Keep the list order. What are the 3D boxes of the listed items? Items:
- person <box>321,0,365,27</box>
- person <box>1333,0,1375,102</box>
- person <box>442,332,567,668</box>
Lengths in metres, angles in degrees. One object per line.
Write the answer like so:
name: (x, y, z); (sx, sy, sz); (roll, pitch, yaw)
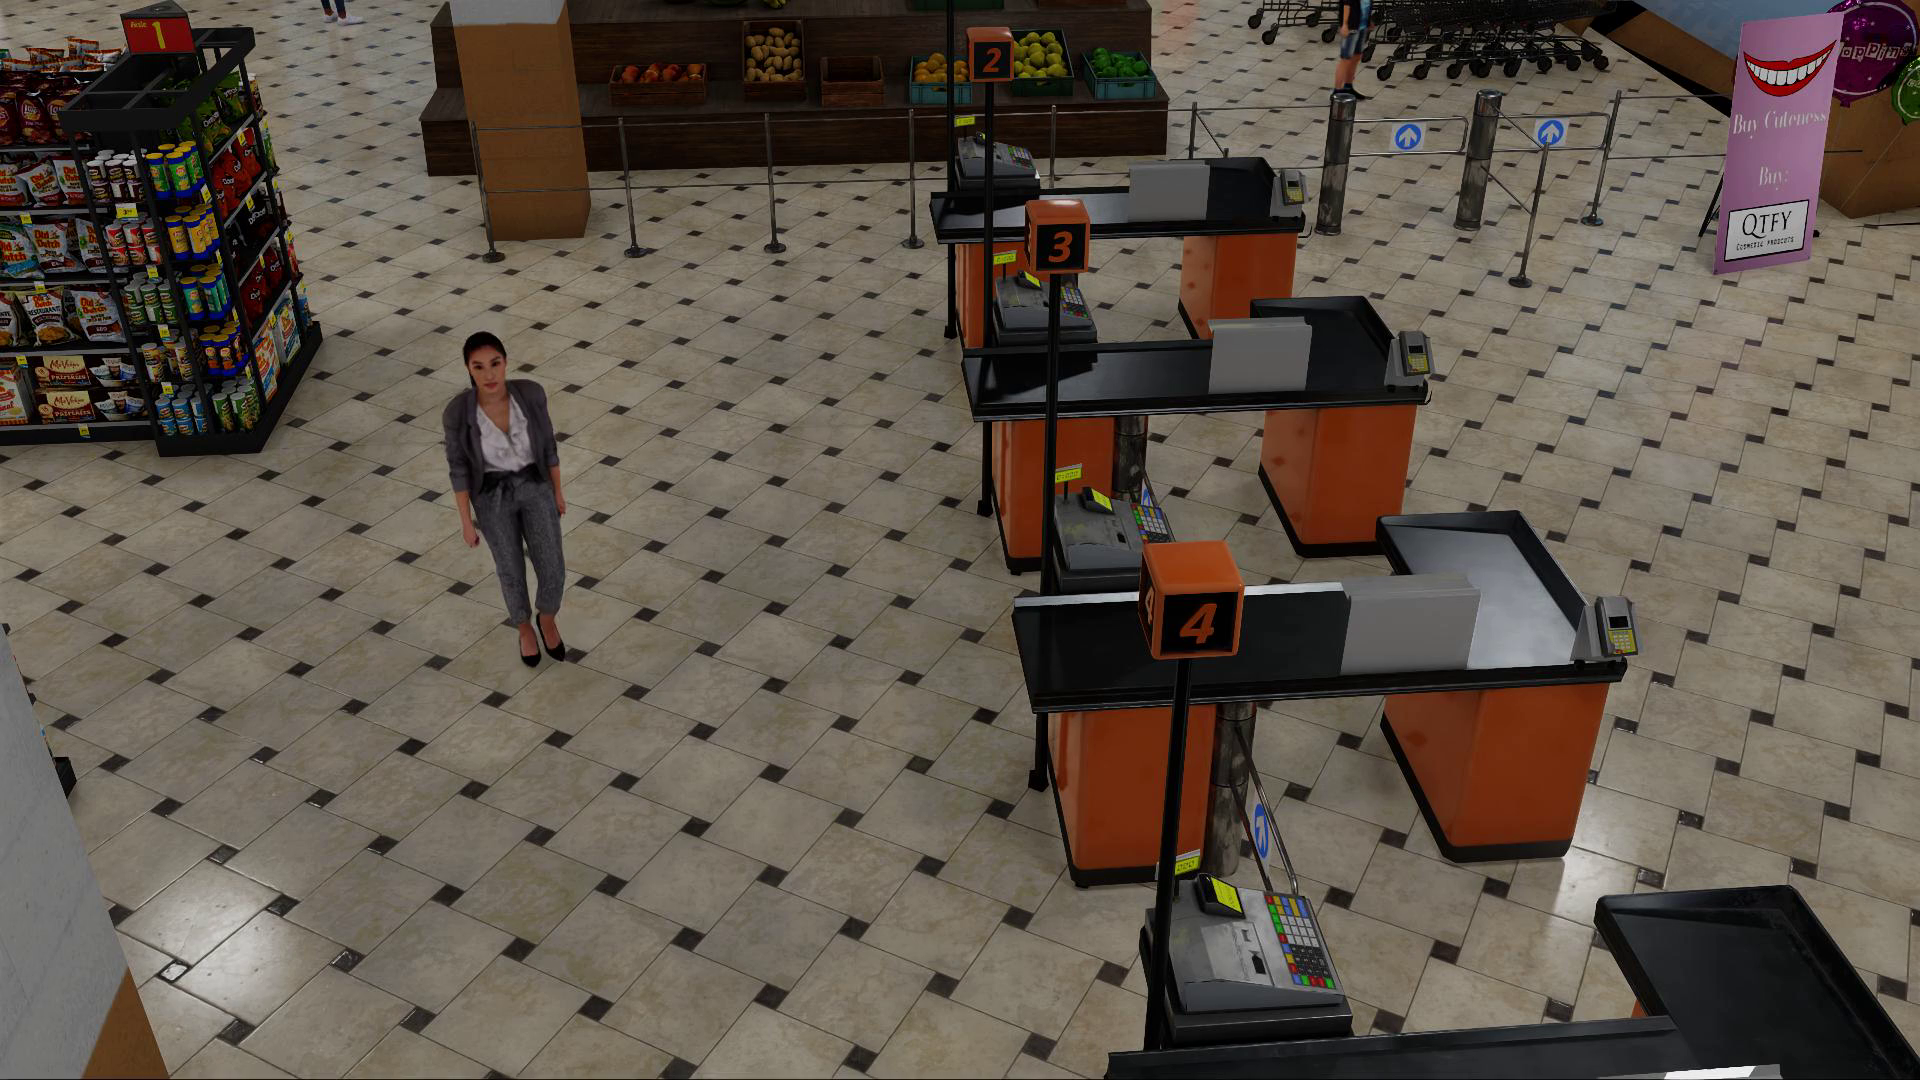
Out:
person: (-6.462, -6.126, 16.863); (0.674, 1.736, 0.744); (22, 38, 31)
person: (3.474, -4.570, 14.636); (0.687, 1.446, 0.629); (23, 38, 32)
person: (-1.995, -0.187, 7.387); (0.641, 1.662, 0.766); (-13, 34, -20)
